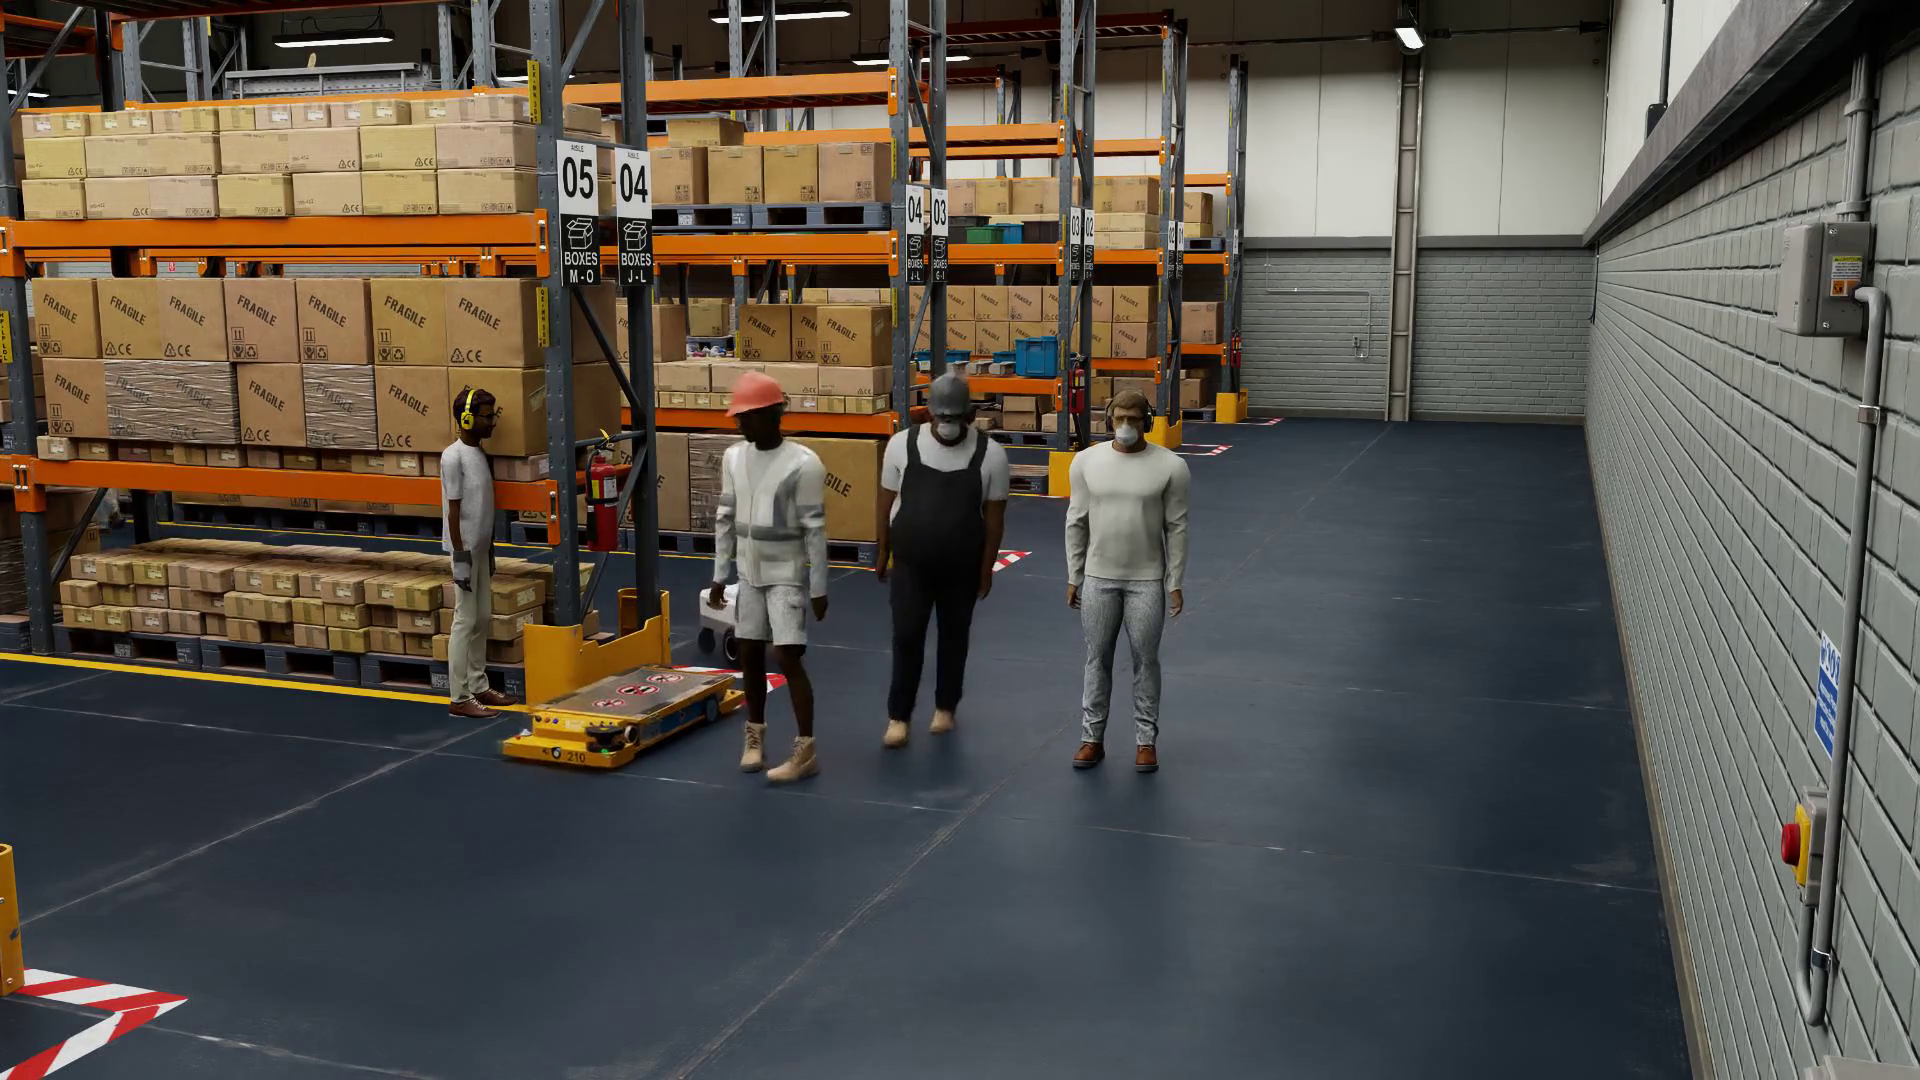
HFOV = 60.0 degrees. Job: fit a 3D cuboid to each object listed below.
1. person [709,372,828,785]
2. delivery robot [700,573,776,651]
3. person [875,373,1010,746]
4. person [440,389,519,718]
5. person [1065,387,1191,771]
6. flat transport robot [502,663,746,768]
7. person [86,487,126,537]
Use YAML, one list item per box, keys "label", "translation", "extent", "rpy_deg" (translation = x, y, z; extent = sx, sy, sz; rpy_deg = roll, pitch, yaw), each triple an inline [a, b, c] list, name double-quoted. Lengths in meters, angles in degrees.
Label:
- label: "person"
  translation: [-0.947, 0.179, 8.257]
  extent: [0.621, 2.024, 0.424]
  rpy_deg: [7, 11, 36]
- label: "delivery robot"
  translation: [-1.394, 0.456, 10.806]
  extent: [0.477, 0.478, 0.707]
  rpy_deg: [-7, 12, -38]
- label: "person"
  translation: [-0.101, 0.077, 8.842]
  extent: [0.736, 2.000, 0.806]
  rpy_deg: [0, 9, 0]
- label: "person"
  translation: [-2.746, 0.078, 9.414]
  extent: [0.333, 1.860, 0.509]
  rpy_deg: [1, 9, 4]
- label: "person"
  translation: [0.835, 0.201, 8.386]
  extent: [0.627, 1.940, 0.372]
  rpy_deg: [2, 9, 14]
- label: "flat transport robot"
  translation: [-1.787, 0.927, 9.040]
  extent: [0.652, 0.197, 1.431]
  rpy_deg: [3, 10, 20]
- label: "person"
  translation: [-8.232, -0.976, 15.753]
  extent: [0.435, 1.928, 0.652]
  rpy_deg: [4, 10, 22]
